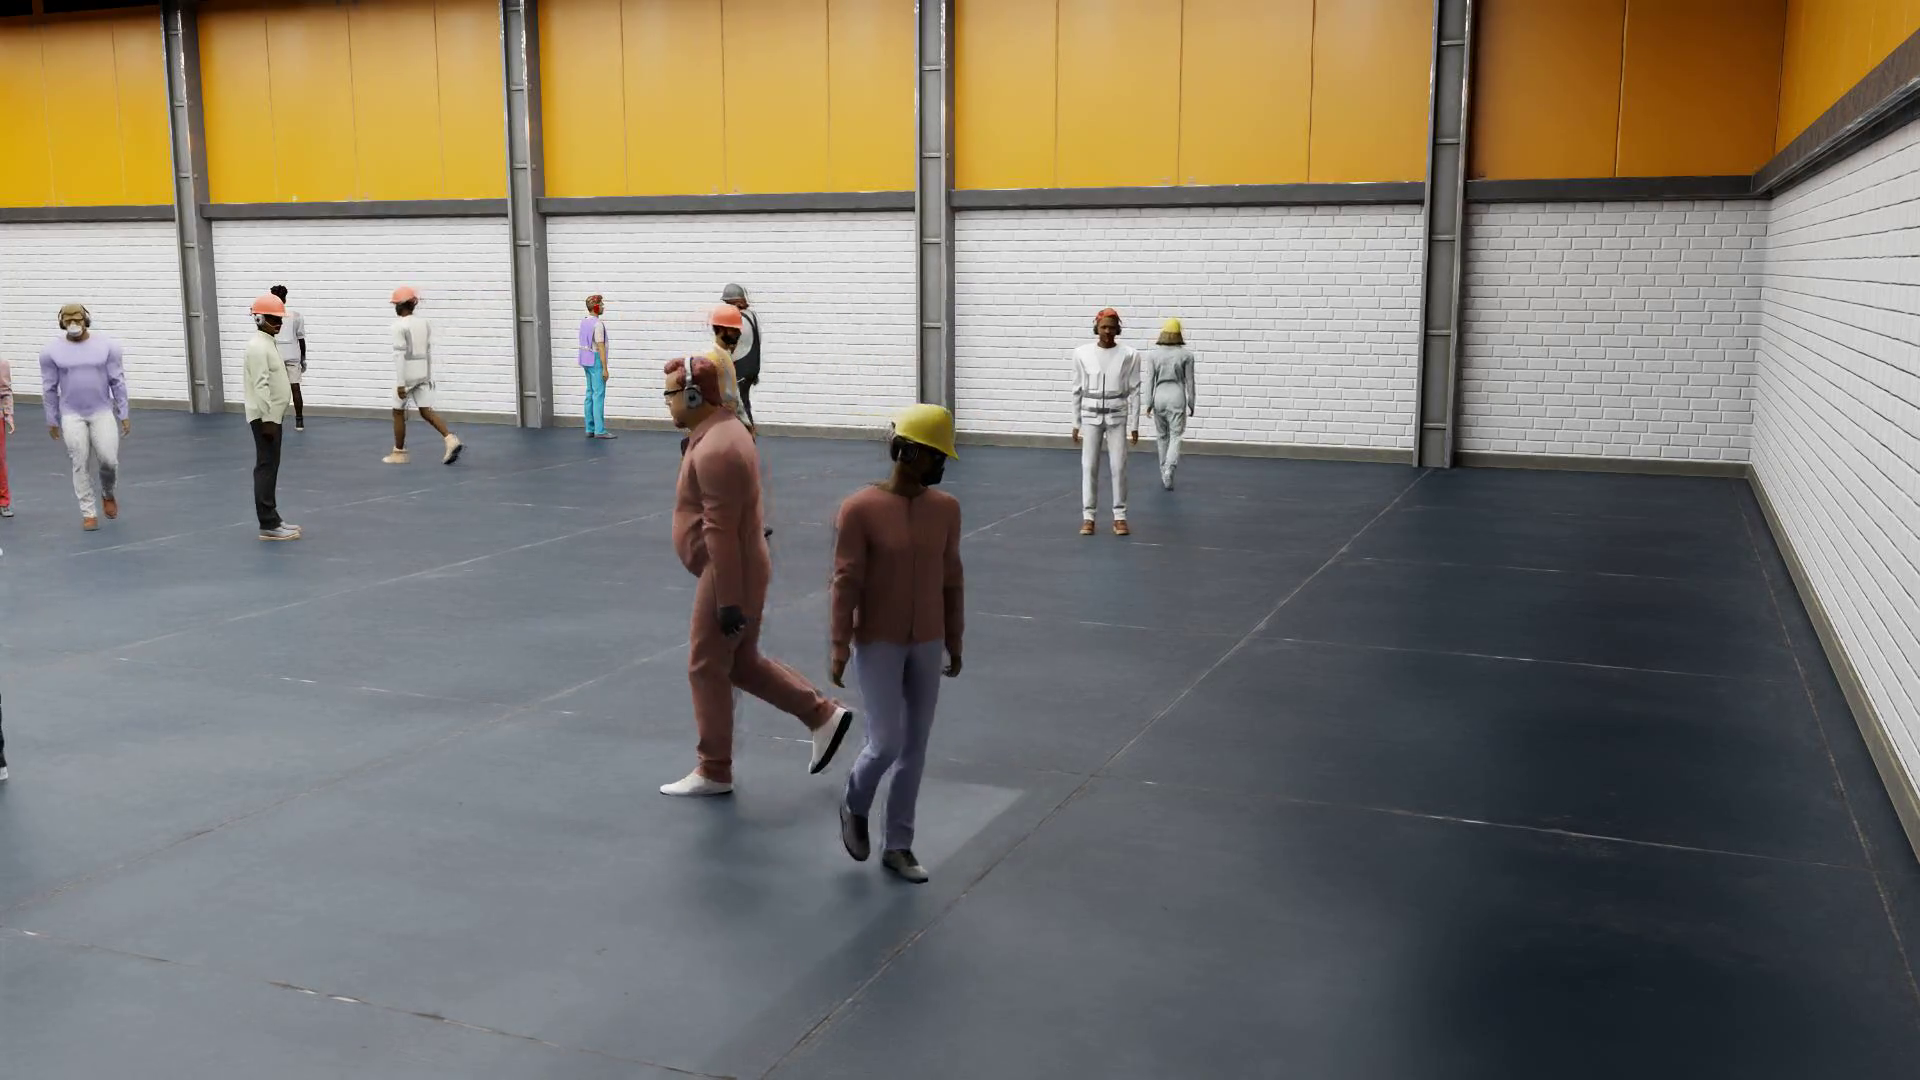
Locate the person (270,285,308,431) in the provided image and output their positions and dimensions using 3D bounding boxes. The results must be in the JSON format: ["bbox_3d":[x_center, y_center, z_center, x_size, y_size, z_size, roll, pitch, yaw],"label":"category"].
[{"bbox_3d":[-9.087,-2.437,22.332,0.612,1.965,0.362,-6,11,-33],"label":"person"}]

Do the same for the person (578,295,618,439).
[{"bbox_3d":[-4.687,-2.217,21.351,0.390,1.850,0.564,-7,12,-36],"label":"person"}]

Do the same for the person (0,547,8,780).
[{"bbox_3d":[-4.309,0.105,7.085,0.394,1.916,0.590,-7,12,-36],"label":"person"}]

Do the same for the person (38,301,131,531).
[{"bbox_3d":[-7.345,-1.039,13.989,0.655,1.922,0.496,-4,10,-25],"label":"person"}]

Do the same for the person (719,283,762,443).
[{"bbox_3d":[-2.661,-1.998,19.448,0.679,2.000,0.701,3,10,15],"label":"person"}]

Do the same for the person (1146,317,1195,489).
[{"bbox_3d":[2.099,-1.387,16.713,0.484,1.710,0.813,3,10,19],"label":"person"}]

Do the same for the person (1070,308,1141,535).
[{"bbox_3d":[1.198,-0.974,13.739,0.578,1.876,0.356,1,9,9],"label":"person"}]

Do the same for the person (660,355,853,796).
[{"bbox_3d":[-0.872,0.156,6.958,0.714,1.869,0.654,0,9,-2],"label":"person"}]

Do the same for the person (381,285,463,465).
[{"bbox_3d":[-6.021,-1.818,18.476,0.949,2.015,0.619,4,10,21],"label":"person"}]

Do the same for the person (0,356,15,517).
[{"bbox_3d":[-8.598,-1.058,14.606,0.524,1.761,0.327,-5,11,-29],"label":"person"}]

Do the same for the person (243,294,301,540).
[{"bbox_3d":[-5.606,-0.997,13.537,0.392,1.990,0.612,-3,10,-16],"label":"person"}]

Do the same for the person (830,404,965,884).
[{"bbox_3d":[-0.210,0.376,5.986,0.554,1.729,0.389,-6,11,-32],"label":"person"}]

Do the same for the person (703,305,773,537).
[{"bbox_3d":[-1.840,-0.951,13.540,0.810,1.902,0.546,-1,9,-4],"label":"person"}]
